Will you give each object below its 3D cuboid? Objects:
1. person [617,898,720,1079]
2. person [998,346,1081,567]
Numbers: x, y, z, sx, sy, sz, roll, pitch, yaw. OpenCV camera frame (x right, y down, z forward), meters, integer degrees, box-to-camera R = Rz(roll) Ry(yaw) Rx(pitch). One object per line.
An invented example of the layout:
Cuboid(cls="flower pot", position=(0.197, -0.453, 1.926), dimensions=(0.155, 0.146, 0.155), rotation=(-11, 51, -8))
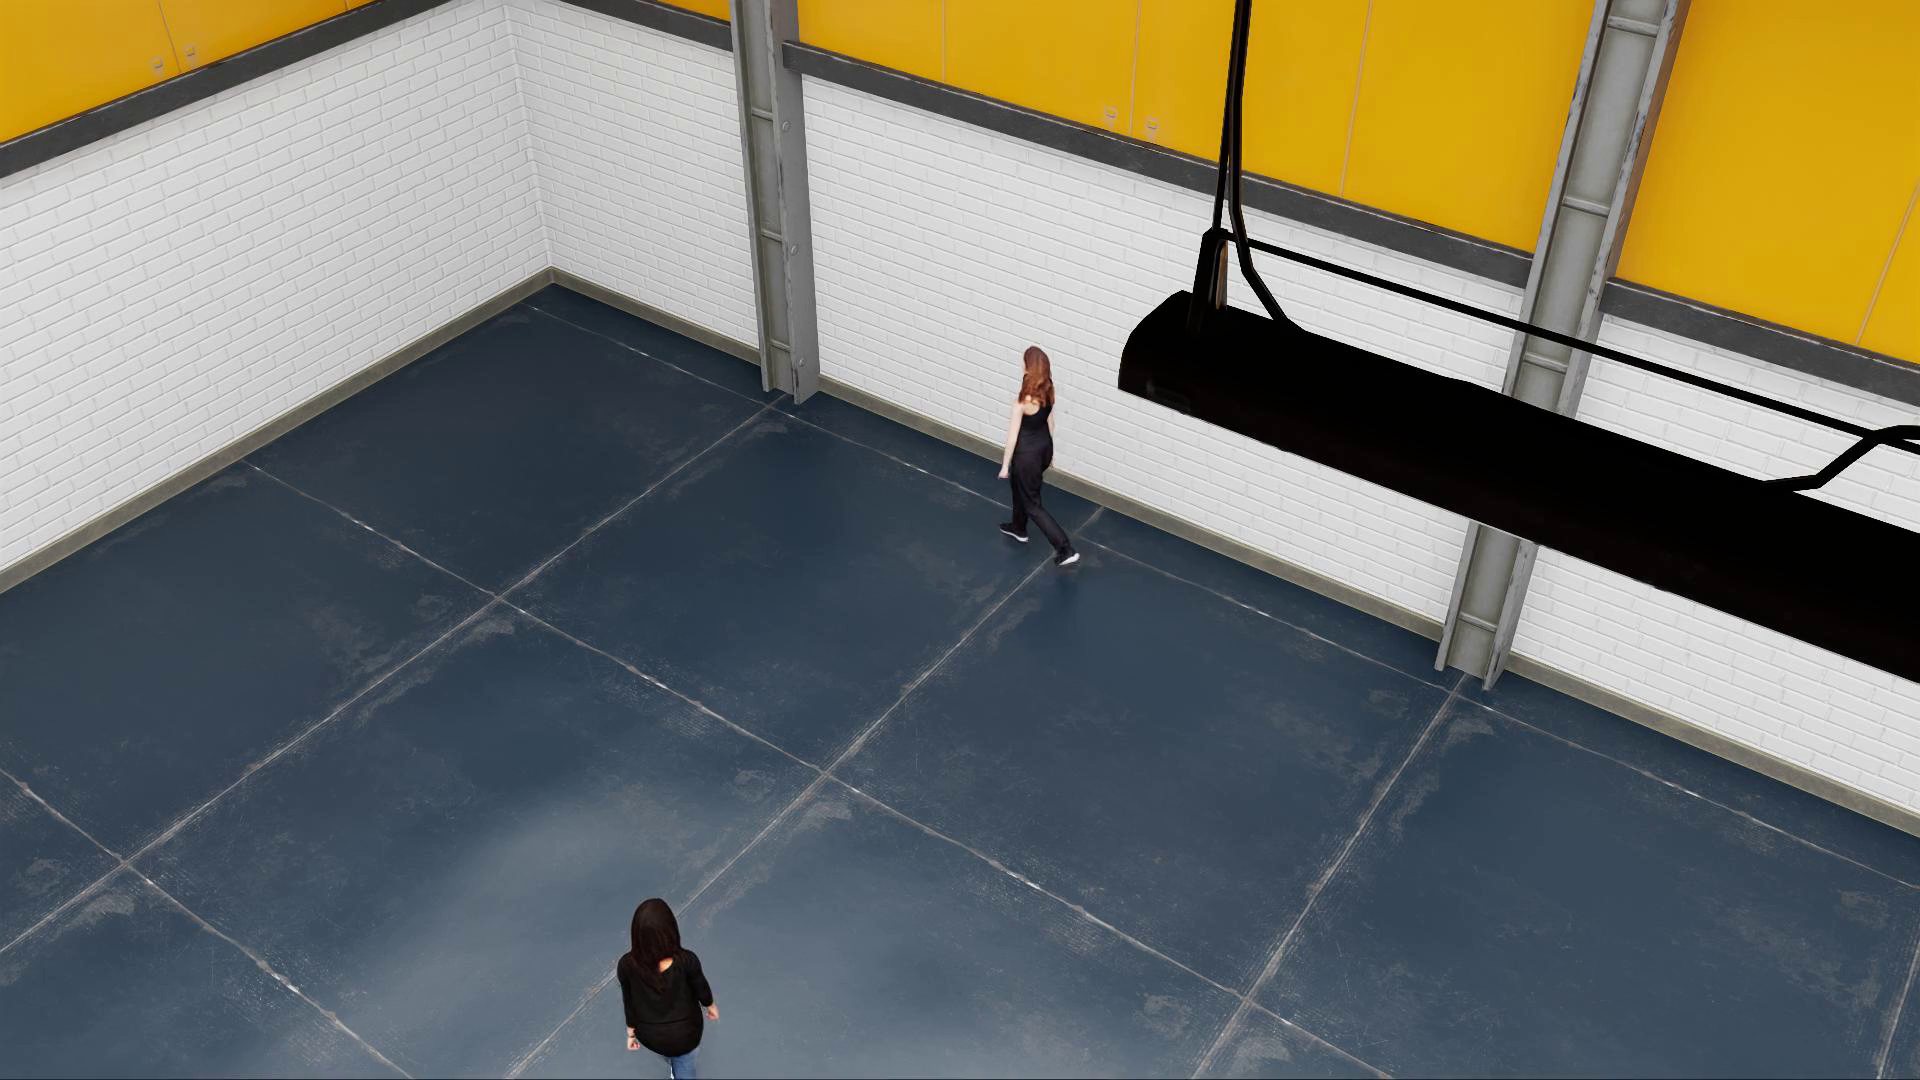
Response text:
Cuboid(cls="person", position=(-1.427, 2.433, 8.138), dimensions=(1.077, 1.610, 1.060), rotation=(-1, 39, -1))
Cuboid(cls="person", position=(0.574, -0.546, 11.781), dimensions=(1.056, 1.718, 0.654), rotation=(28, 46, 30))
